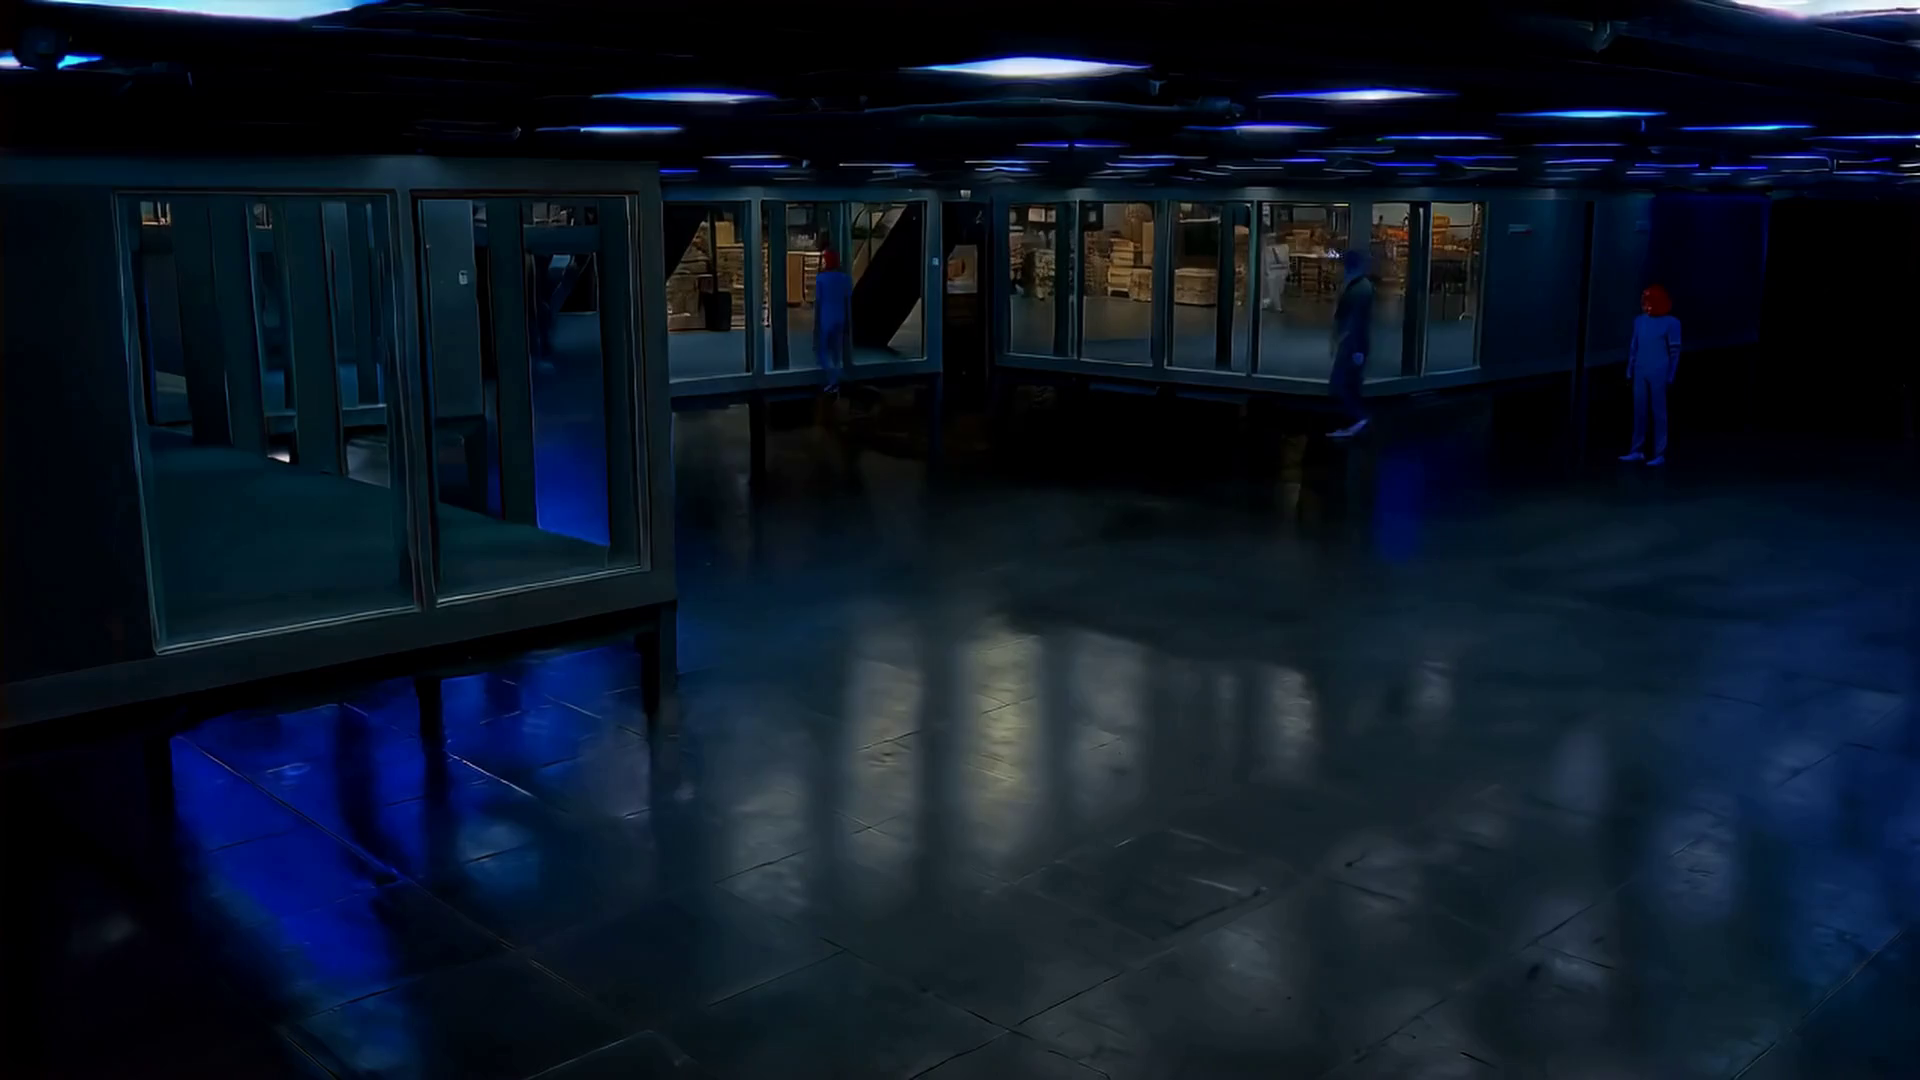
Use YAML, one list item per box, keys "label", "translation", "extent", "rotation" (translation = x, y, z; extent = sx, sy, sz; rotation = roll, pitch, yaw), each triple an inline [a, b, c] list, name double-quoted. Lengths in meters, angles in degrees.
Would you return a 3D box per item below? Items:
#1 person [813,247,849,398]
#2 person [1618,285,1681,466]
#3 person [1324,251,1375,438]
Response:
- label: "person"
  translation: [-1.597, -2.661, 20.438]
  extent: [0.549, 1.851, 0.403]
  rotation: [-8, 14, -34]
- label: "person"
  translation: [6.291, -1.496, 15.143]
  extent: [0.265, 1.632, 0.507]
  rotation: [-6, 13, -28]
- label: "person"
  translation: [3.916, -1.953, 16.772]
  extent: [0.427, 1.894, 0.681]
  rotation: [0, 11, 2]
